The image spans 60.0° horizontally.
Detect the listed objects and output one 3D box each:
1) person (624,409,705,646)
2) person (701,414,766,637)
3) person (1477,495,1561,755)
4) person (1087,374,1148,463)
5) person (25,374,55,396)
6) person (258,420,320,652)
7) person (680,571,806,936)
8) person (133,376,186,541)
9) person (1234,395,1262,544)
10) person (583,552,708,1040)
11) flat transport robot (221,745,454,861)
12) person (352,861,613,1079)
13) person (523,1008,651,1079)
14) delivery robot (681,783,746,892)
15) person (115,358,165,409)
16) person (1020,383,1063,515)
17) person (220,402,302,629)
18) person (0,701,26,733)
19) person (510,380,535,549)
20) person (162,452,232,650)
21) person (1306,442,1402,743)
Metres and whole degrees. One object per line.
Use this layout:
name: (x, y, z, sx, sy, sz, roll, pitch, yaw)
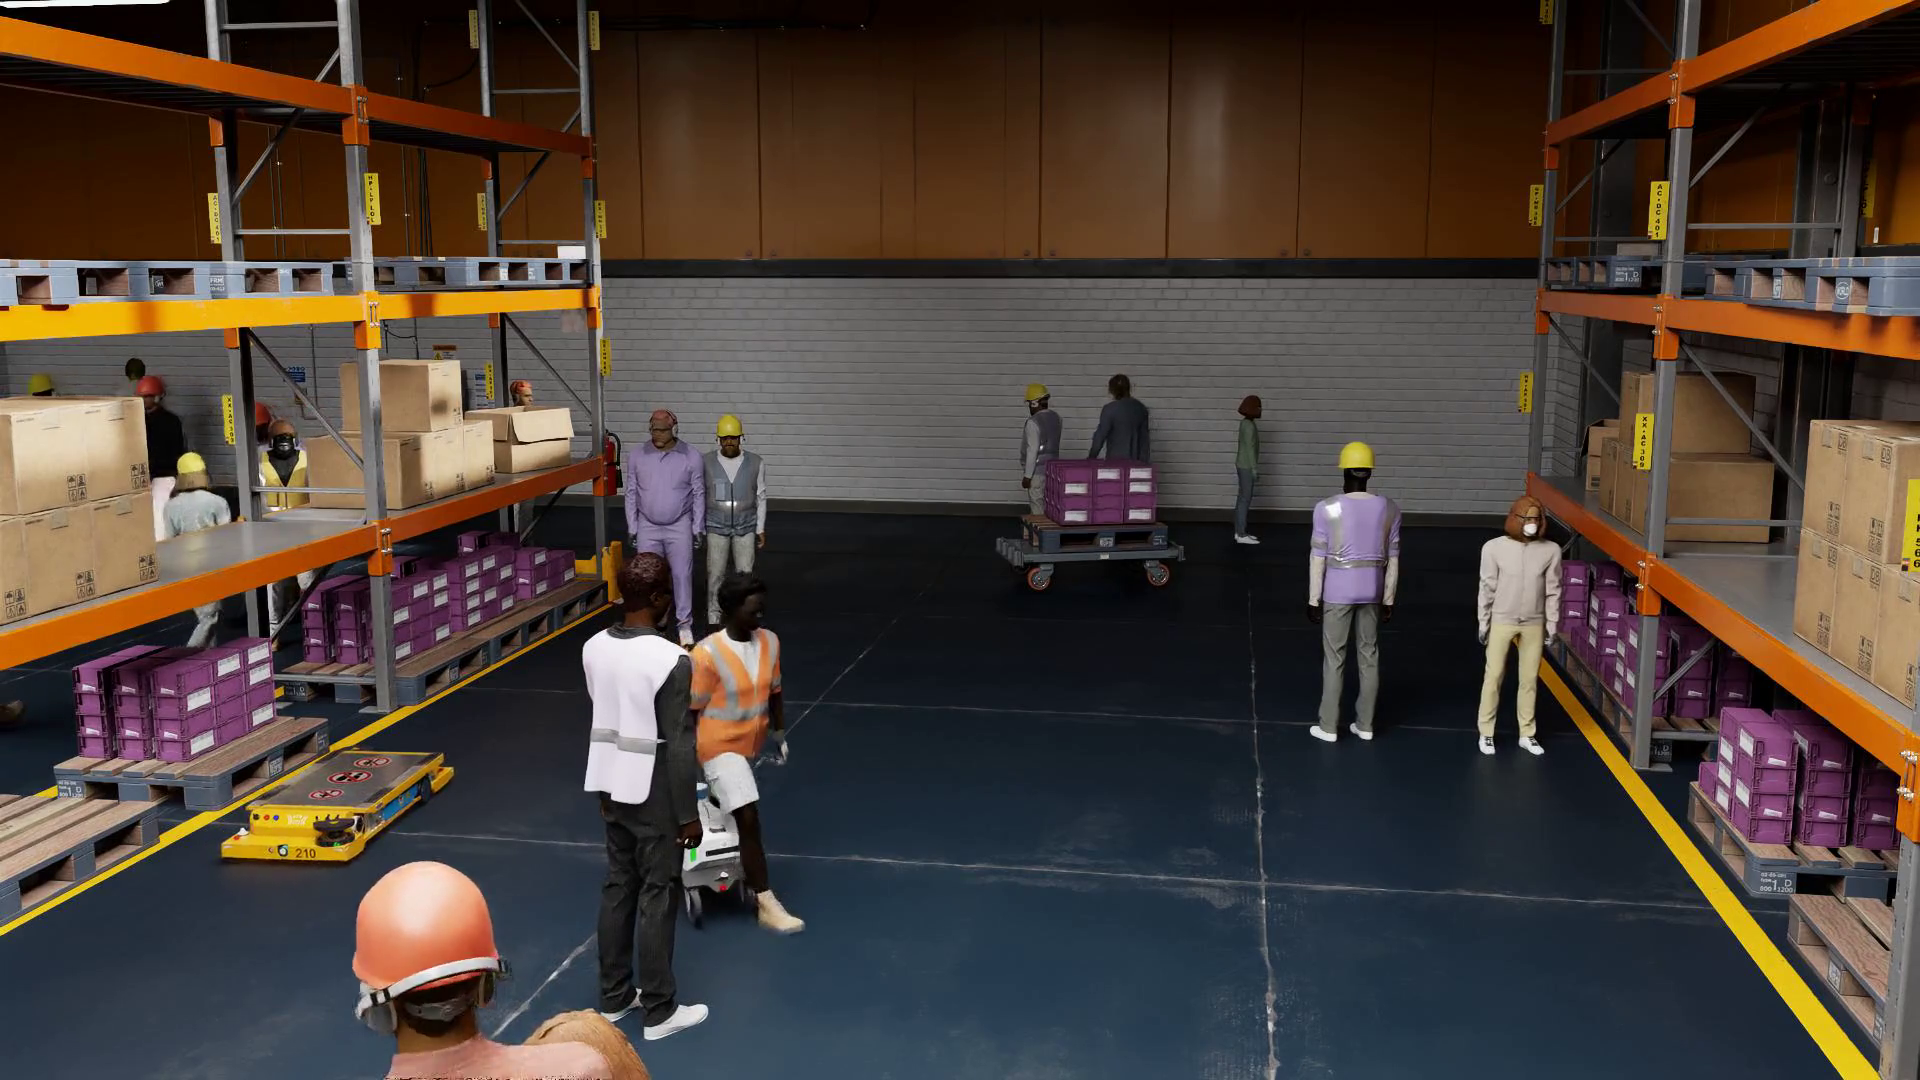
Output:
person: (-2.353, -0.093, 13.258, 0.636, 1.902, 0.406, -1, 9, -3)
person: (-1.868, -0.111, 13.571, 0.586, 1.833, 0.403, -2, 9, -12)
person: (3.440, 0.529, 10.267, 0.501, 1.627, 0.285, 0, 9, 1)
person: (1.705, -0.841, 17.916, 0.632, 1.887, 0.769, -9, 13, -44)
person: (-10.026, -0.890, 18.321, 0.992, 1.856, 0.577, -5, 10, -28)
person: (-5.291, -0.031, 13.104, 0.621, 1.835, 0.430, -4, 10, -22)
person: (-1.085, 0.934, 7.720, 0.937, 1.643, 0.543, 6, 11, 34)
person: (-7.970, -0.682, 16.698, 0.600, 1.964, 0.959, 5, 10, 28)
person: (3.170, -0.775, 18.305, 0.273, 1.632, 0.501, 1, 9, 4)
person: (-1.253, 0.998, 6.518, 0.582, 1.911, 0.392, 8, 13, 42)
flat transport robot: (-3.338, 1.403, 9.035, 0.652, 0.197, 1.431, 1, 9, 5)
person: (-0.867, 1.543, 2.958, 0.627, 2.006, 0.524, -6, 11, -33)
person: (-0.692, 1.673, 3.179, 0.279, 1.632, 0.502, -8, 12, -42)
delivery robot: (-1.244, 1.400, 7.897, 0.477, 0.478, 0.707, -5, 10, -29)
person: (-9.955, -1.242, 20.220, 0.372, 1.940, 0.627, 5, 10, 28)
person: (0.830, -0.737, 17.464, 0.403, 1.824, 0.588, 6, 11, 32)
person: (-5.844, -0.183, 13.793, 0.565, 1.902, 0.799, 7, 11, 35)
person: (-6.423, 0.335, 10.347, 0.631, 1.987, 1.045, 3, 10, 16)
person: (-4.493, -0.691, 17.019, 0.351, 1.878, 0.576, 3, 10, 19)
person: (-5.437, 0.238, 11.817, 0.500, 1.702, 0.816, 1, 9, 8)
person: (2.489, 0.337, 10.562, 0.589, 1.922, 0.390, -2, 9, -11)
